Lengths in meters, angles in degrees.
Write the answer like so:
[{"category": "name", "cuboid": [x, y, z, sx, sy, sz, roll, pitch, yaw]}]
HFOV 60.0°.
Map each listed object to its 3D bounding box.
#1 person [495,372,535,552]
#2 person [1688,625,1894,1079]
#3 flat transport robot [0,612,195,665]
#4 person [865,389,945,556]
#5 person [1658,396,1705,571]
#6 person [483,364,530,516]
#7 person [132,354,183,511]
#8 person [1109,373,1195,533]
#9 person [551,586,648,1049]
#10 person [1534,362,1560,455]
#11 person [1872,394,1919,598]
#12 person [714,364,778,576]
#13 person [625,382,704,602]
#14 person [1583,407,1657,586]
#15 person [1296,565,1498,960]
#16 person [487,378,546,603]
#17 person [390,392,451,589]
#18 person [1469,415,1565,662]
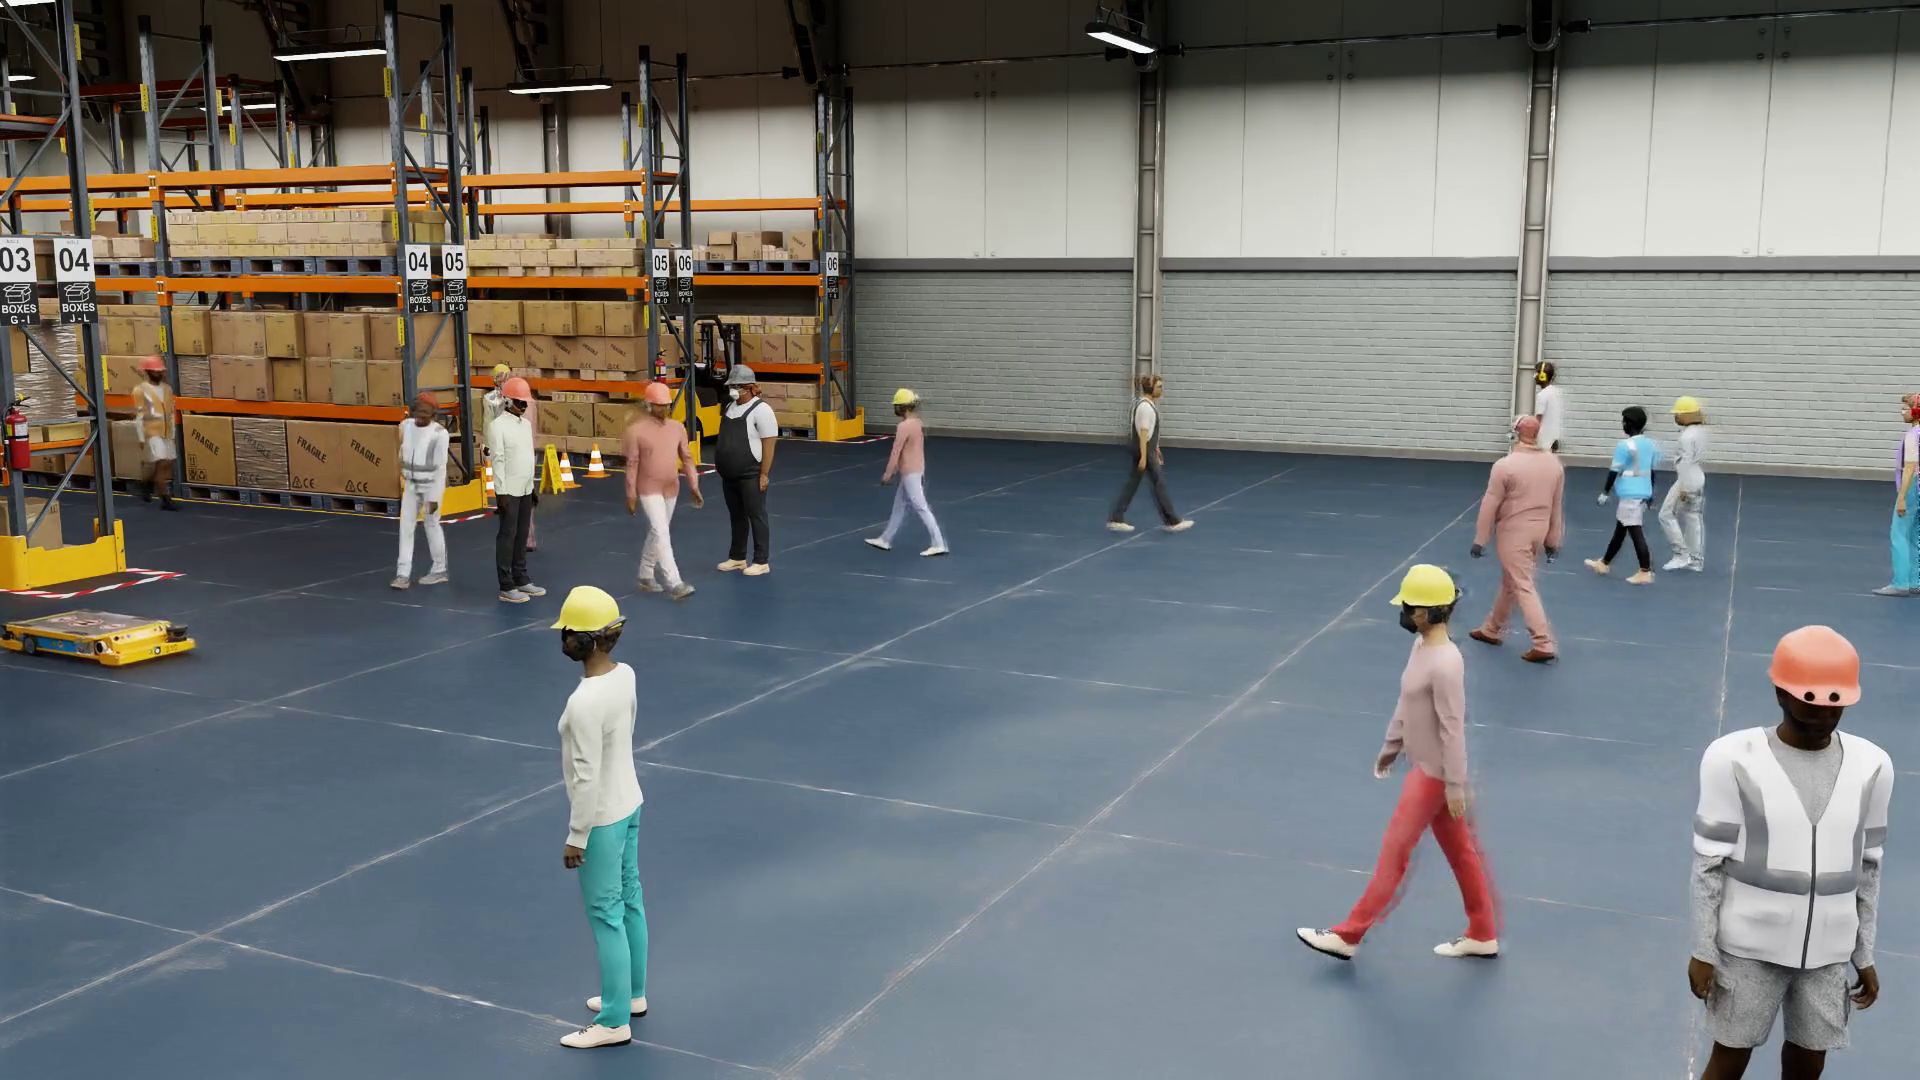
[{"category": "person", "cuboid": [-4.708, -0.803, 17.285, 0.557, 1.887, 0.684, 0, 9, 3]}, {"category": "person", "cuboid": [2.448, 1.194, 4.915, 0.551, 1.932, 0.378, 1, 9, 5]}, {"category": "flat transport robot", "cuboid": [-6.667, 0.736, 12.809, 1.431, 0.197, 0.652, 5, 10, 27]}, {"category": "person", "cuboid": [-0.551, -0.691, 17.153, 0.926, 1.716, 0.540, 2, 10, 14]}, {"category": "person", "cuboid": [7.075, -0.543, 16.239, 0.439, 1.722, 0.532, 8, 12, 40]}, {"category": "person", "cuboid": [-5.409, -1.186, 19.844, 0.589, 1.824, 0.403, -7, 11, -35]}, {"category": "person", "cuboid": [-9.869, -1.314, 20.355, 0.717, 1.919, 0.549, 4, 10, 24]}, {"category": "person", "cuboid": [2.119, -0.962, 18.558, 0.970, 1.793, 0.537, 0, 9, 0]}, {"category": "person", "cuboid": [-1.377, 1.046, 6.339, 0.311, 1.769, 0.522, 1, 9, 7]}, {"category": "person", "cuboid": [6.870, -1.193, 19.792, 0.602, 1.850, 0.565, 7, 12, 36]}, {"category": "person", "cuboid": [8.607, -0.399, 14.995, 0.575, 1.834, 0.397, -8, 12, -40]}, {"category": "person", "cuboid": [-2.113, -0.680, 16.080, 0.688, 2.000, 0.539, 9, 13, 43]}, {"category": "person", "cuboid": [-2.654, -0.440, 14.914, 1.022, 1.939, 0.627, 9, 13, 44]}, {"category": "person", "cuboid": [6.232, -0.422, 15.643, 0.544, 1.652, 0.809, -8, 12, -39]}, {"category": "person", "cuboid": [1.898, 0.958, 7.023, 0.903, 1.724, 0.535, 1, 9, 8]}, {"category": "person", "cuboid": [-3.952, -0.448, 14.821, 0.387, 1.989, 0.608, 2, 10, 13]}, {"category": "person", "cuboid": [-4.982, -0.448, 15.295, 0.660, 1.830, 0.807, 3, 10, 18]}, {"category": "person", "cuboid": [4.249, -0.027, 12.695, 0.654, 1.851, 1.028, -5, 10, -27]}]
